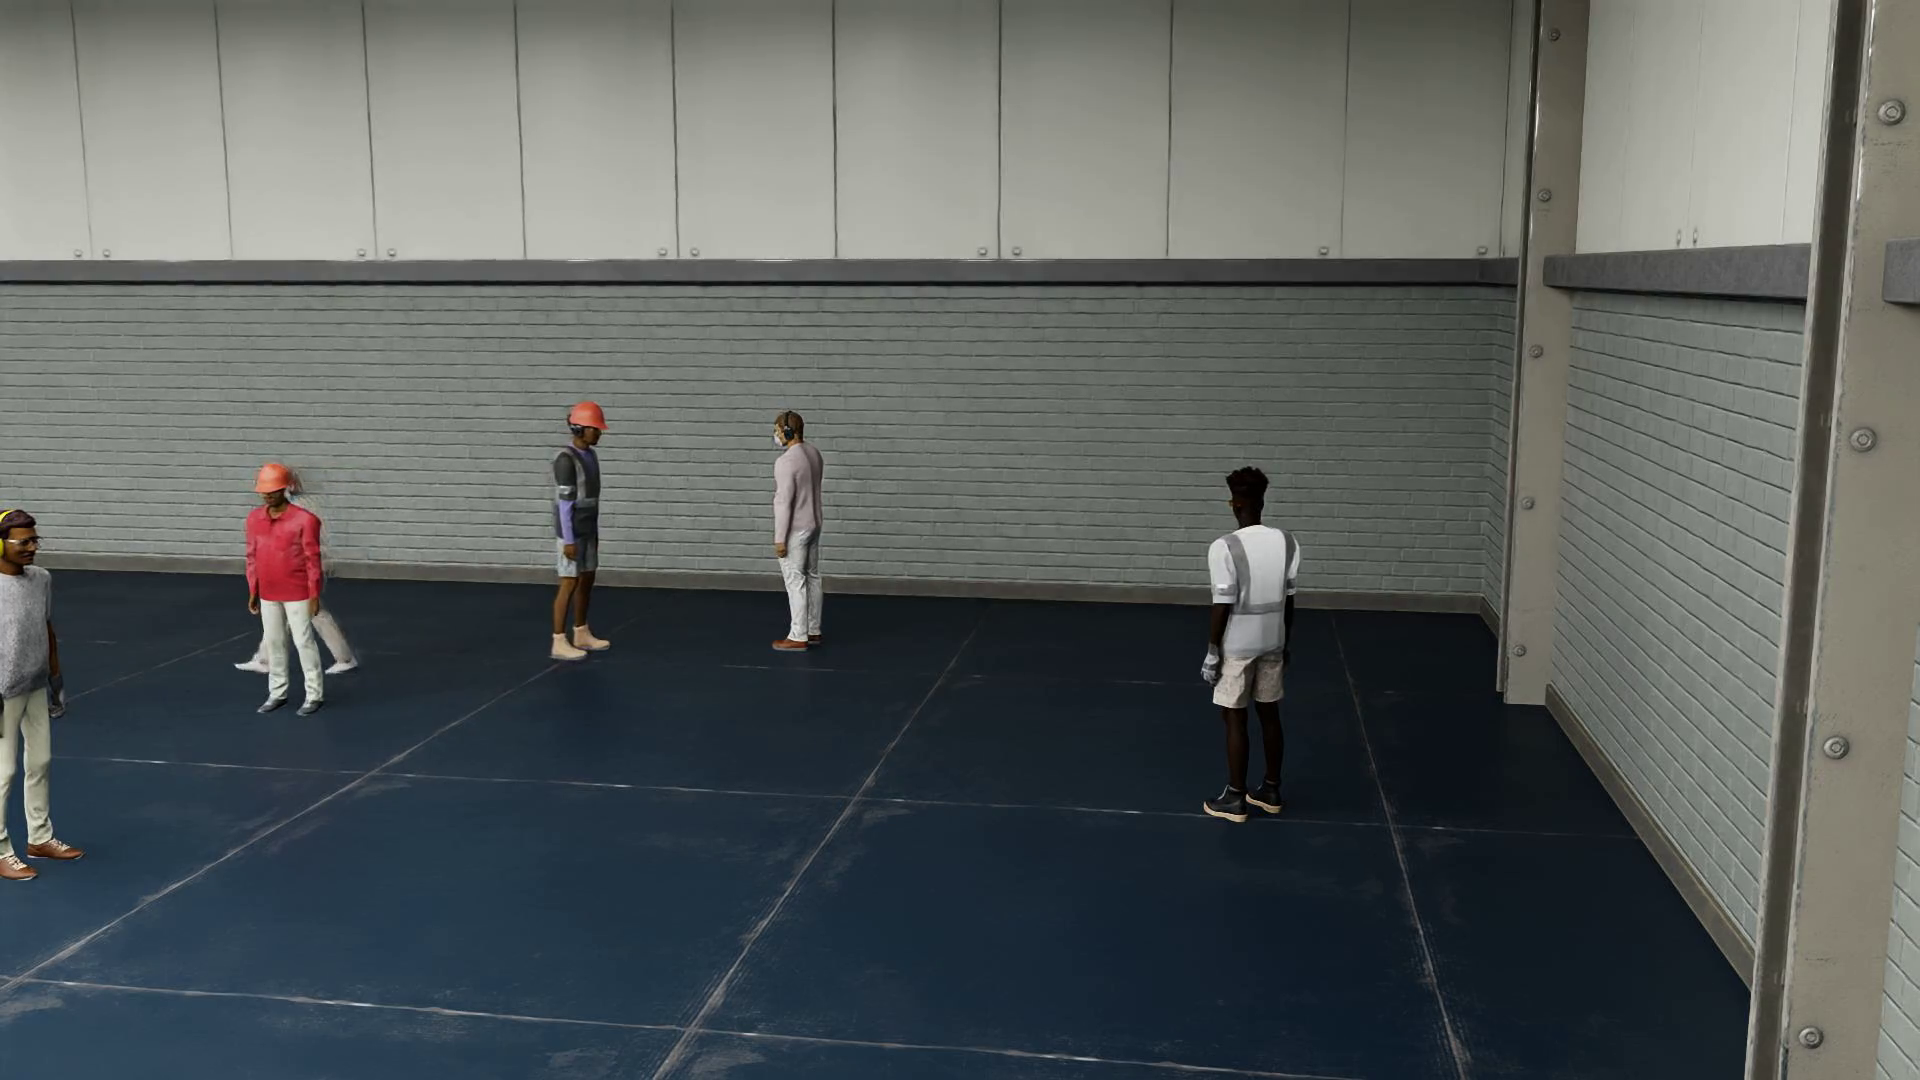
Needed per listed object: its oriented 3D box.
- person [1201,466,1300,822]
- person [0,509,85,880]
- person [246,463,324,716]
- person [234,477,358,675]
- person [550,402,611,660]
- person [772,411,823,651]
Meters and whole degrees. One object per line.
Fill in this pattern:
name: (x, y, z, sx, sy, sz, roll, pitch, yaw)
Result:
person: (1.593, 0.571, 9.204, 0.613, 1.962, 0.362, -6, 11, -32)
person: (-4.714, 0.765, 8.354, 0.328, 1.861, 0.506, 2, 10, 15)
person: (-4.618, 0.339, 11.334, 0.562, 1.741, 0.356, 3, 10, 16)
person: (-4.964, 0.242, 12.414, 0.896, 1.579, 0.567, -2, 9, -13)
person: (-2.955, -0.076, 13.027, 0.463, 2.026, 0.602, 2, 9, 12)
person: (-1.298, -0.069, 13.281, 0.378, 1.930, 0.636, 4, 10, 22)
